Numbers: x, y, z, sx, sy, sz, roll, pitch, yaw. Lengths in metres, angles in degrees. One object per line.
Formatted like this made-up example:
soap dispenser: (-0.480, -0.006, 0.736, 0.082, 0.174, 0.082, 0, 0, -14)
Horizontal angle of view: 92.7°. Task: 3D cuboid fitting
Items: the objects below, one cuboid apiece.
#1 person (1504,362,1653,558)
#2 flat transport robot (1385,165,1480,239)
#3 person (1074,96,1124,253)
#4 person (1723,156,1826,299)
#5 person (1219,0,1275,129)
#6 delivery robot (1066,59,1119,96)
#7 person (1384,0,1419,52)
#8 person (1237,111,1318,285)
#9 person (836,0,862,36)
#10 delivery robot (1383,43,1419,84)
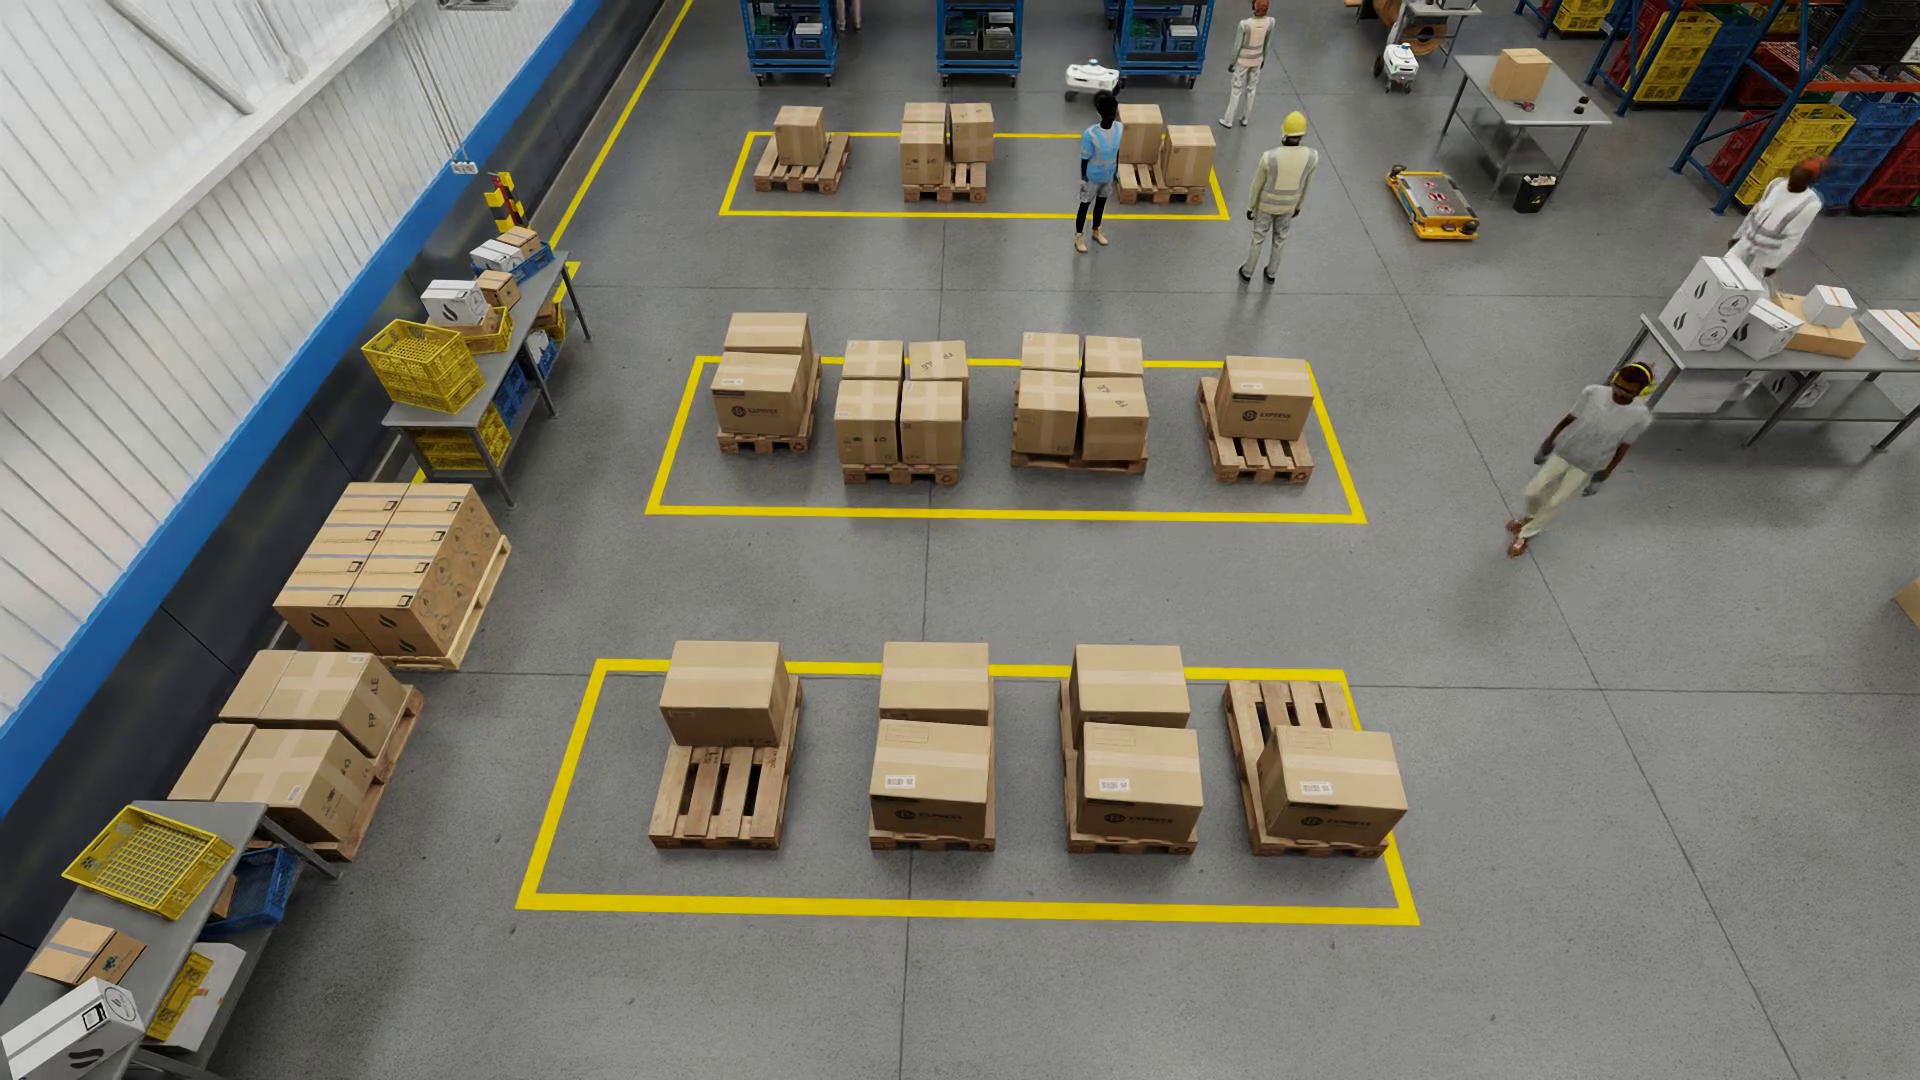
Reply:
person: (4.689, -0.598, 6.994, 0.448, 1.858, 0.522, -32, 56, -25)
flat transport robot: (5.692, -4.094, 11.059, 0.652, 0.197, 1.431, 1, 49, 1)
person: (1.523, -3.994, 10.034, 0.531, 1.698, 0.320, -23, 53, -19)
person: (7.910, -2.895, 8.997, 0.934, 1.844, 0.627, -9, 50, -8)
person: (3.783, -6.267, 12.040, 0.514, 1.641, 0.307, -10, 50, -9)
delivery robot: (1.857, -6.487, 12.883, 0.707, 0.478, 0.477, 13, 50, 11)
person: (6.576, -7.895, 13.262, 0.384, 1.931, 0.637, 22, 53, 18)
person: (3.287, -3.510, 9.537, 0.589, 1.825, 0.403, 0, 49, 0)
person: (-1.776, -8.846, 14.050, 0.624, 1.984, 0.413, -19, 52, -16)
delivery robot: (6.373, -6.919, 13.258, 0.477, 0.478, 0.707, 4, 49, 4)
